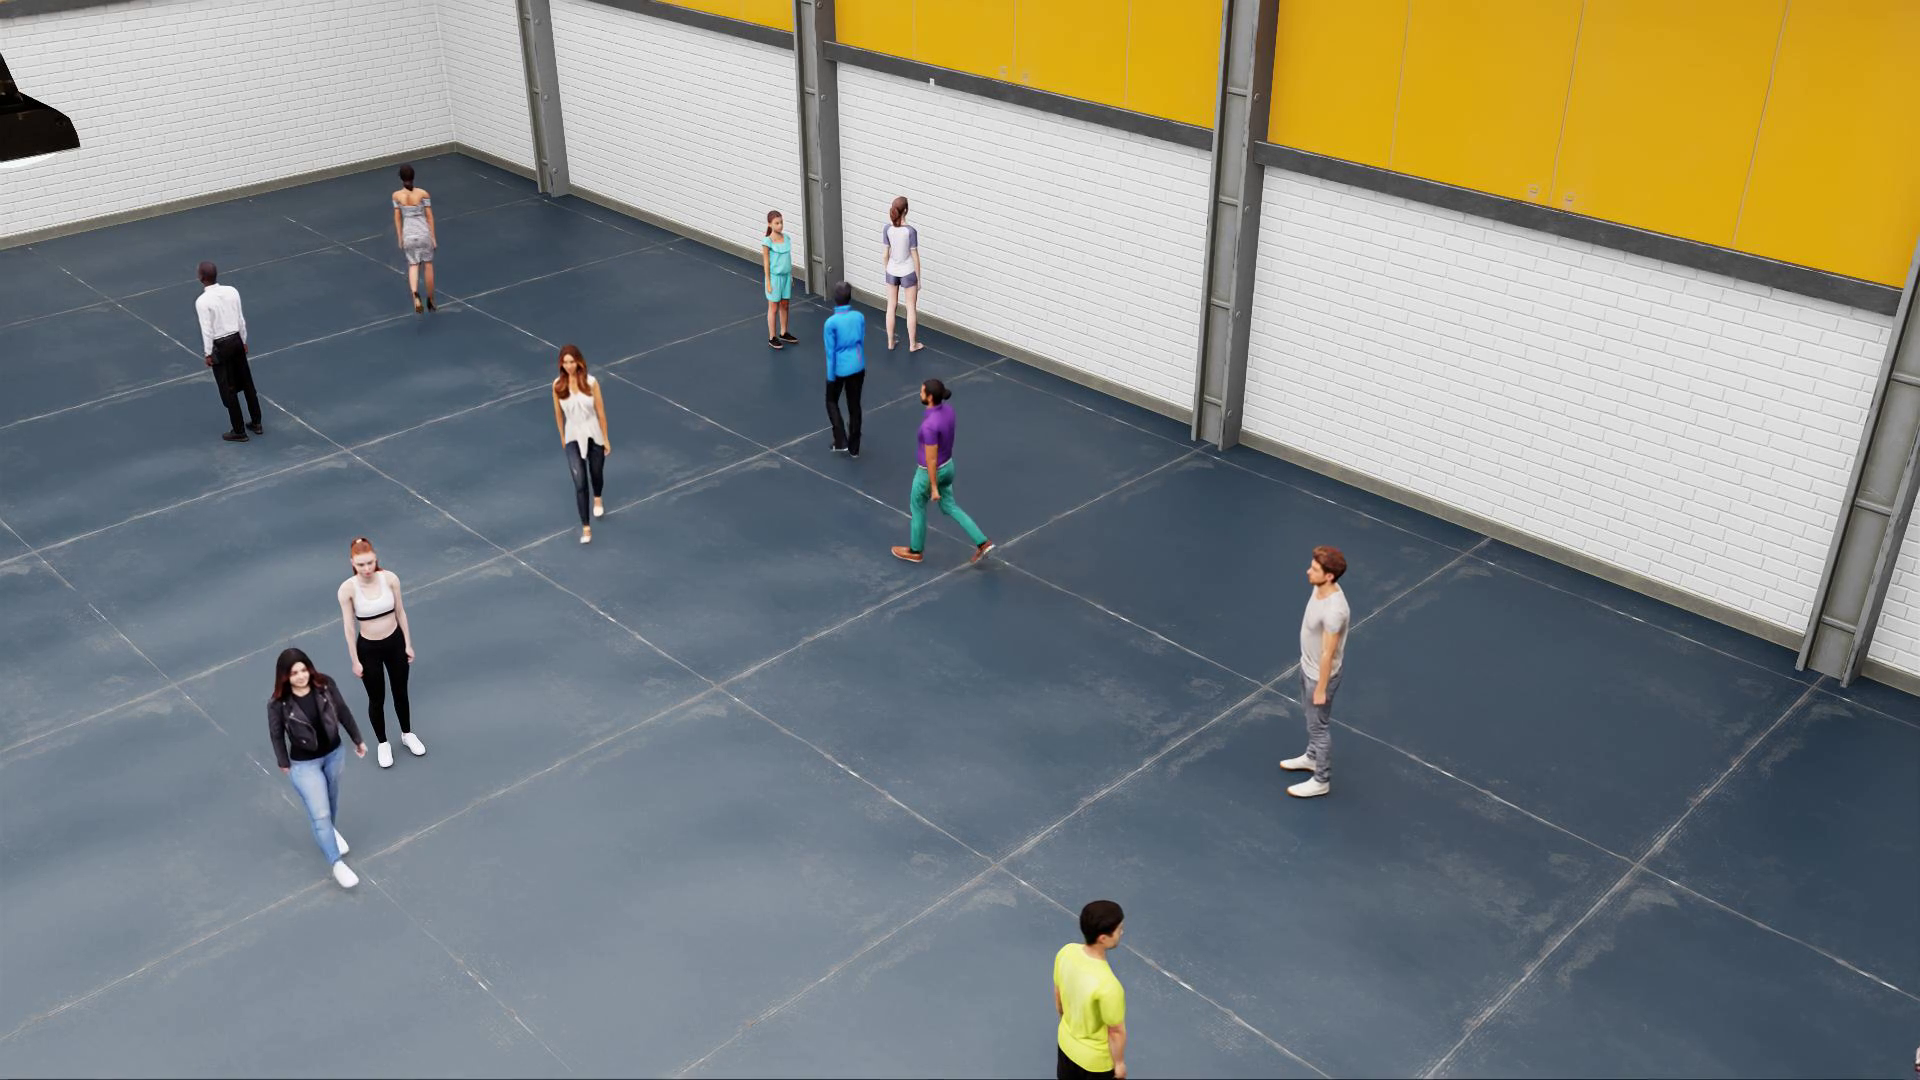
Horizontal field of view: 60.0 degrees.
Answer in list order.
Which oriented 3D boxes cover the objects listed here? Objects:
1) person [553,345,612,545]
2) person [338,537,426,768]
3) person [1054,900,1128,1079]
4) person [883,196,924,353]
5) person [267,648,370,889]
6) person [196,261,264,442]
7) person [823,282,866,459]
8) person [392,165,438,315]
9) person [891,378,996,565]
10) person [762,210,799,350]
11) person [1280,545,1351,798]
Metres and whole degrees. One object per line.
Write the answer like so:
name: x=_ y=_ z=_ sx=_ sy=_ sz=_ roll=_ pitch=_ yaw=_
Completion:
person: x=-3.320 y=-0.914 z=14.797 sx=1.028 sy=1.740 sz=1.183 roll=-4 pitch=29 yaw=-7
person: x=-4.074 y=0.776 z=11.698 sx=0.618 sy=1.742 sz=0.562 roll=-19 pitch=34 yaw=-31
person: x=0.658 y=2.552 z=8.478 sx=0.710 sy=1.706 sz=0.518 roll=-20 pitch=34 yaw=-32
person: x=-0.654 y=-2.965 z=18.530 sx=0.626 sy=1.767 sz=0.726 roll=9 pitch=30 yaw=16
person: x=-4.171 y=1.380 z=10.727 sx=0.930 sy=1.610 sz=0.667 roll=24 pitch=36 yaw=36
person: x=-7.251 y=-1.875 z=16.458 sx=0.638 sy=1.836 sz=0.697 roll=14 pitch=32 yaw=24
person: x=-1.051 y=-1.599 z=16.011 sx=0.680 sy=1.781 sz=0.675 roll=-15 pitch=32 yaw=-25
person: x=-6.321 y=-3.436 z=19.357 sx=0.924 sy=1.802 sz=1.027 roll=-3 pitch=29 yaw=-6
person: x=-0.115 y=-0.545 z=14.120 sx=1.230 sy=1.742 sz=0.884 roll=13 pitch=31 yaw=22
person: x=-2.047 y=-2.952 z=18.725 sx=0.532 sy=1.558 sz=0.541 roll=25 pitch=37 yaw=37
person: x=2.465 y=0.884 z=11.343 sx=0.770 sy=1.892 sz=0.710 roll=0 pitch=29 yaw=0
